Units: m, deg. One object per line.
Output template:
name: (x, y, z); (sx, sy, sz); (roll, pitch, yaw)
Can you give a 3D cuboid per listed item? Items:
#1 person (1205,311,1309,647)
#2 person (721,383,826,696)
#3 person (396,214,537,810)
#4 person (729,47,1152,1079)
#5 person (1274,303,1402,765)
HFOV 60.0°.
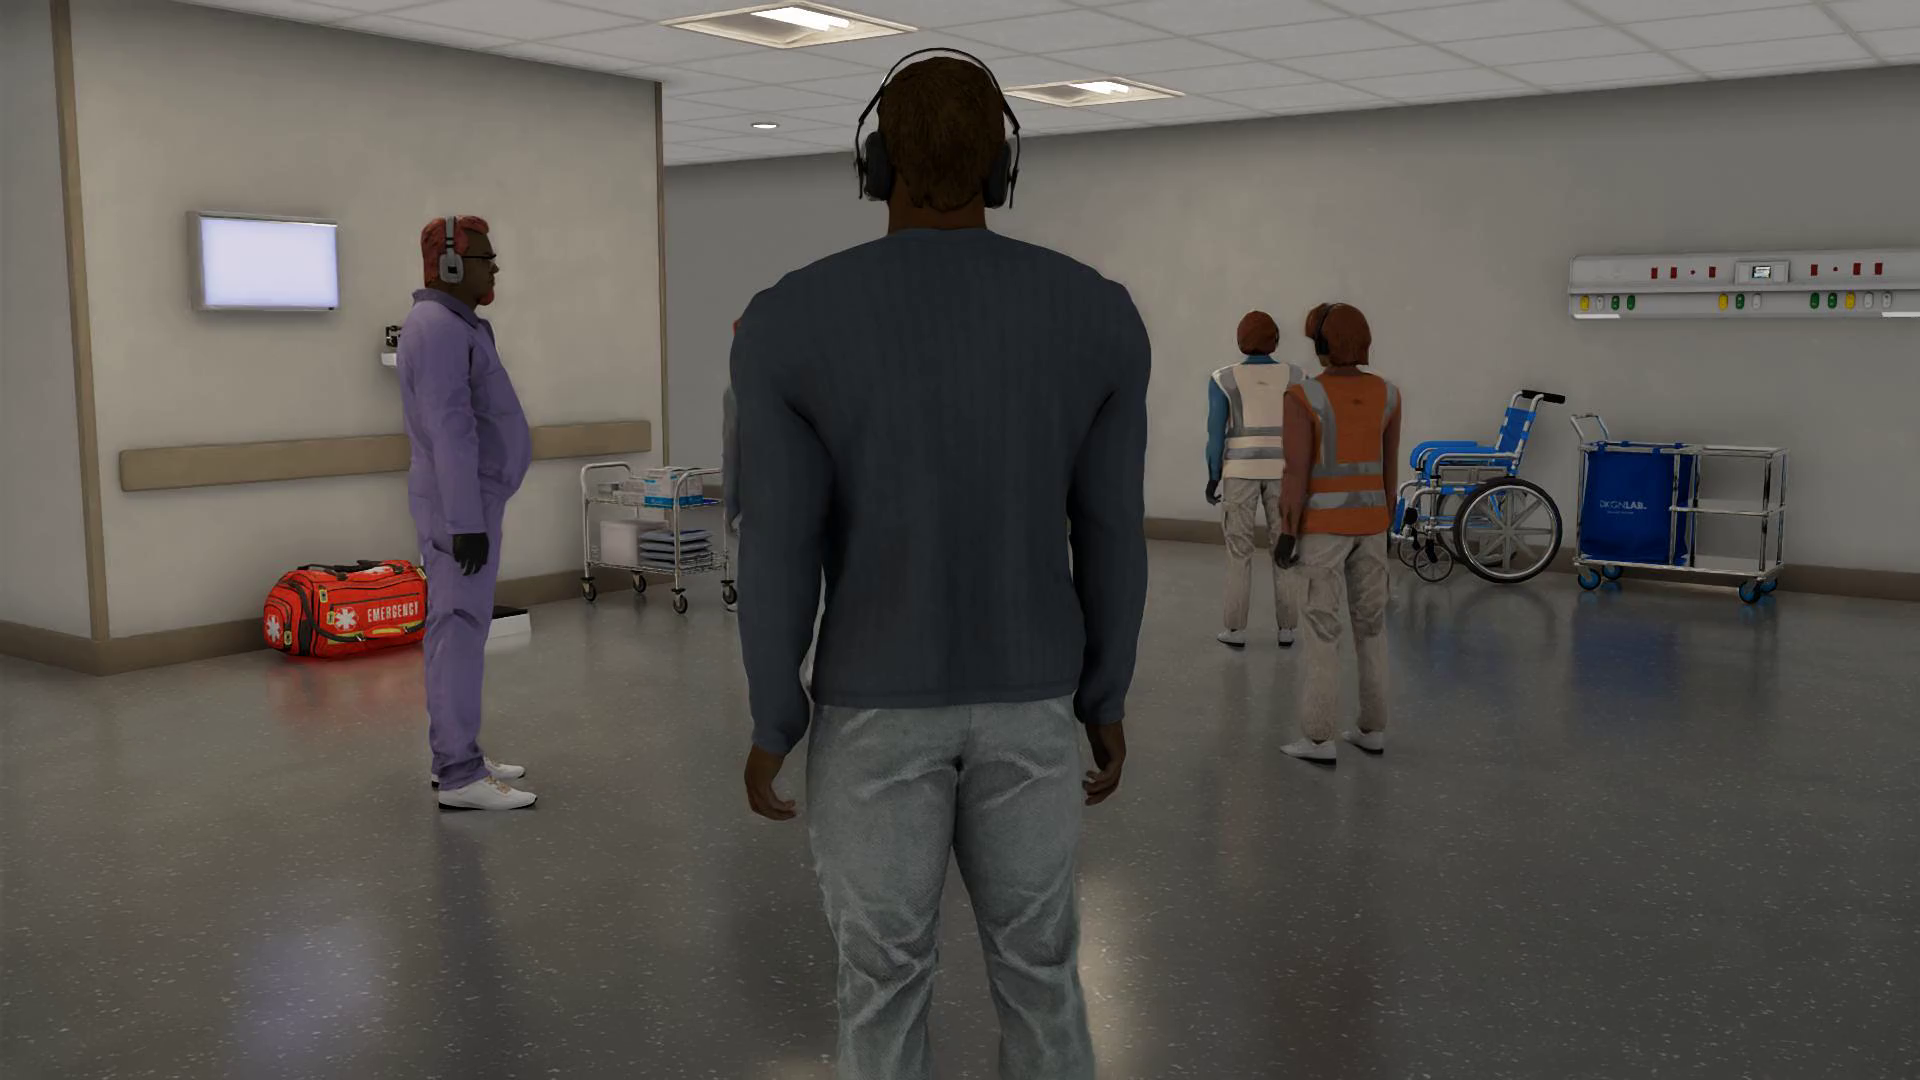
person: (1.448, -0.291, 8.095); (0.514, 1.639, 0.314); (0, 7, -1)
person: (-0.717, -0.118, 6.769); (0.500, 1.619, 0.430); (-1, 7, -9)
person: (-1.599, -0.090, 5.410); (0.410, 1.909, 0.642); (-2, 7, -19)
person: (-0.027, 0.255, 2.508); (0.627, 1.941, 0.371); (-2, 7, -13)
person: (1.356, -0.023, 5.946); (0.522, 1.639, 0.311); (-4, 8, -26)
